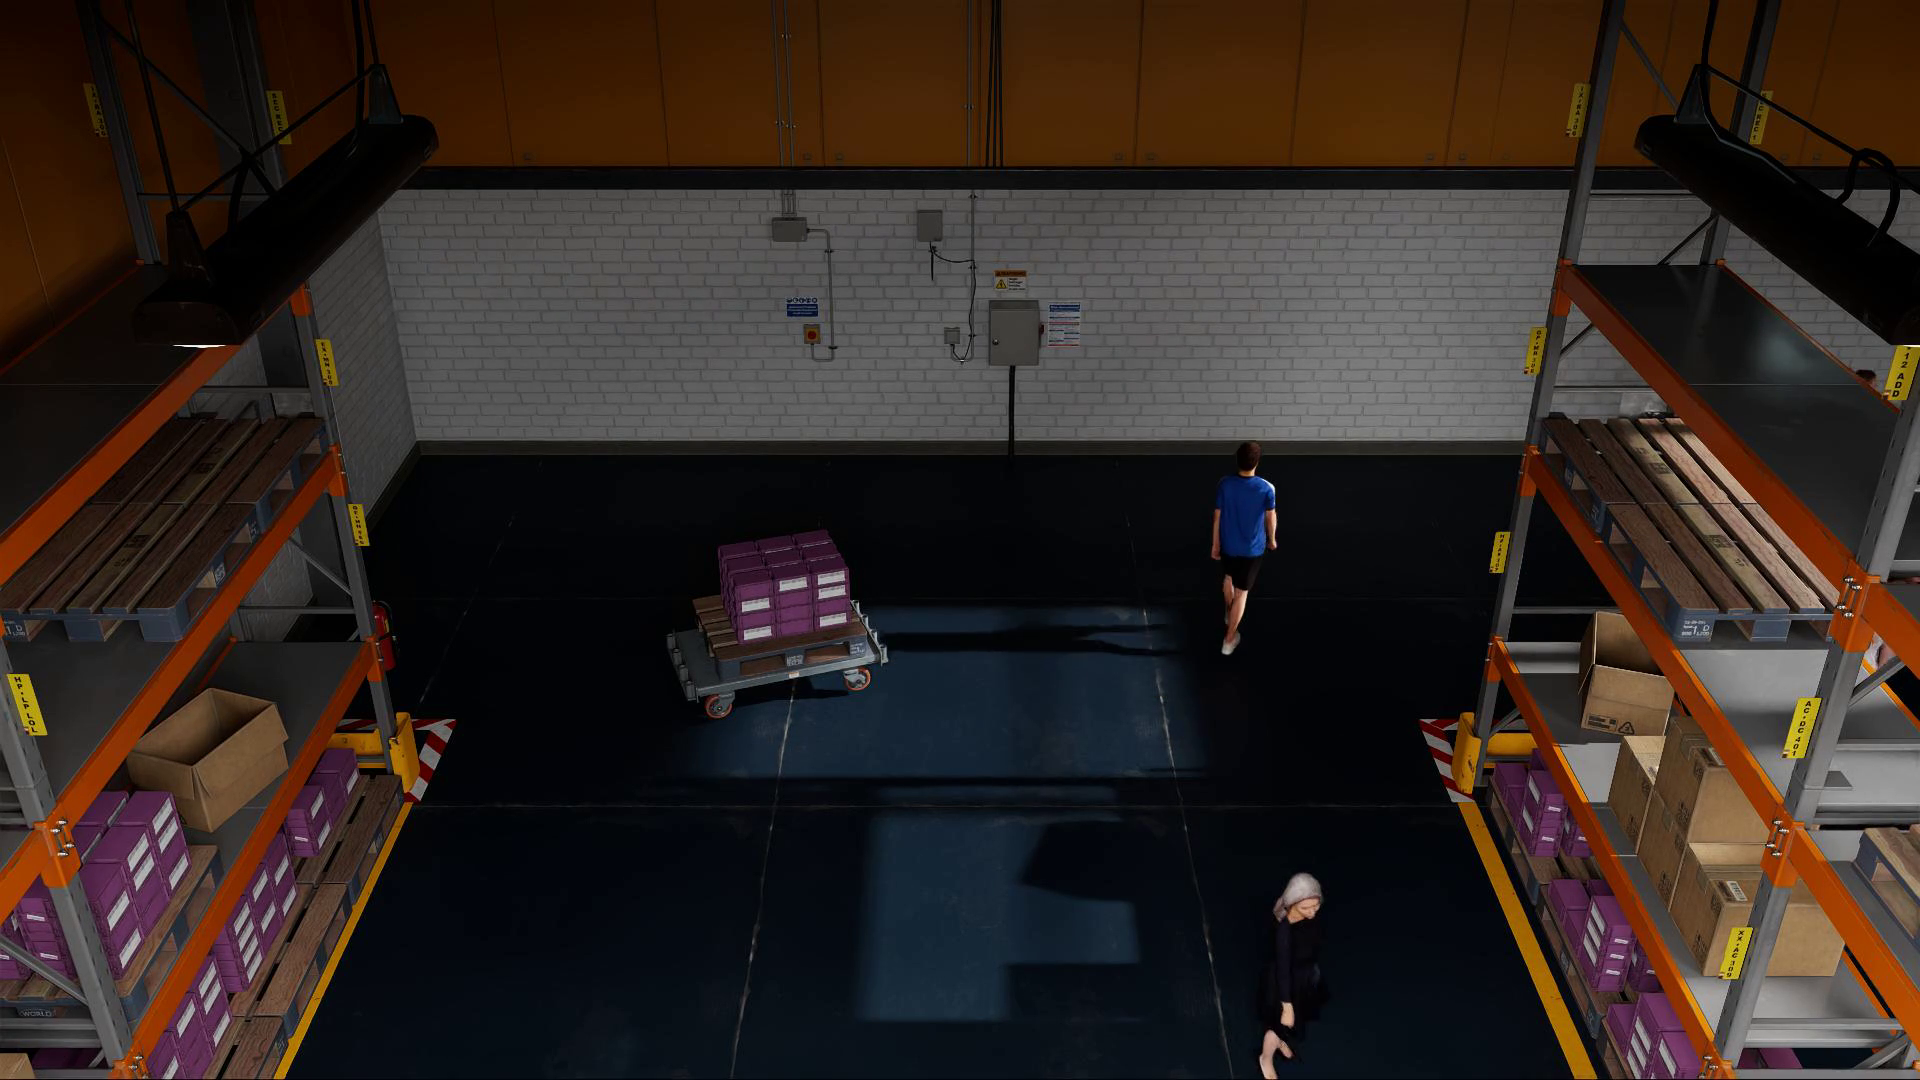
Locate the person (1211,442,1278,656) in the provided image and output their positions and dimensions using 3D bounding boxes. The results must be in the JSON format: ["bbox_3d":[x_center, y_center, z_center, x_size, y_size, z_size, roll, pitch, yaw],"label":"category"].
[{"bbox_3d":[2.309,0.097,13.749,0.903,1.835,1.123,12,31,20],"label":"person"}]

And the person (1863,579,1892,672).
[{"bbox_3d":[6.440,1.042,12.060,0.644,1.794,0.622,7,29,13],"label":"person"}]

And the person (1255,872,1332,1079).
[{"bbox_3d":[1.848,2.509,9.456,0.857,1.712,0.754,11,31,20],"label":"person"}]
